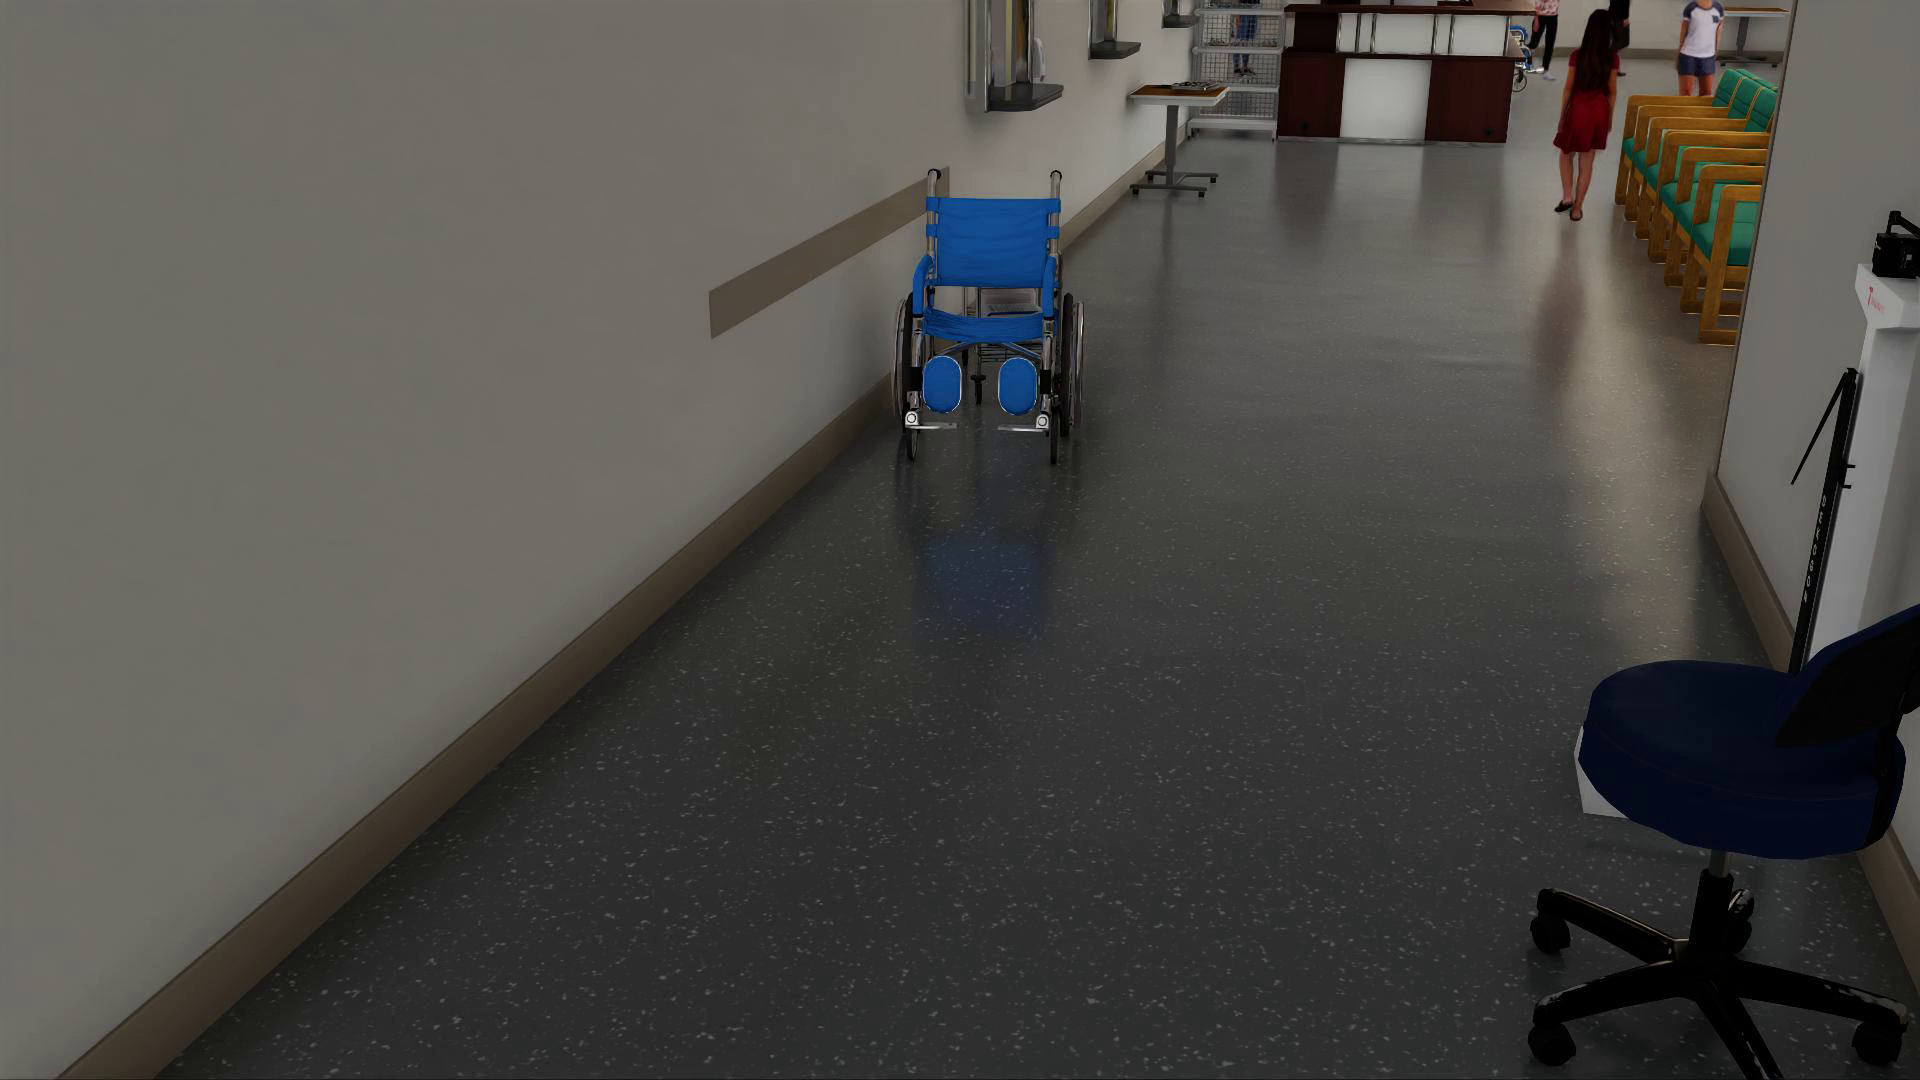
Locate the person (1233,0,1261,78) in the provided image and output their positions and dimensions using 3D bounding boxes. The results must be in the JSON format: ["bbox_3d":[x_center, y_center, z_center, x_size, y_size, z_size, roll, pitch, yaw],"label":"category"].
[{"bbox_3d":[4.076,-7.449,23.679,0.713,1.616,0.760,-15,25,-34],"label":"person"}]

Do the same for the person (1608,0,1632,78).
[{"bbox_3d":[9.175,-7.352,23.290,0.881,1.710,0.777,-1,21,-1],"label":"person"}]

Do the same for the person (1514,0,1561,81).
[{"bbox_3d":[8.053,-7.212,23.052,0.963,1.619,0.998,-10,23,-25],"label":"person"}]

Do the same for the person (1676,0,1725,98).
[{"bbox_3d":[7.511,-4.918,17.009,0.727,1.608,0.697,2,21,4],"label":"person"}]

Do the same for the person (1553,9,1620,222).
[{"bbox_3d":[4.706,-3.173,12.498,0.551,1.540,0.602,5,21,14],"label":"person"}]
